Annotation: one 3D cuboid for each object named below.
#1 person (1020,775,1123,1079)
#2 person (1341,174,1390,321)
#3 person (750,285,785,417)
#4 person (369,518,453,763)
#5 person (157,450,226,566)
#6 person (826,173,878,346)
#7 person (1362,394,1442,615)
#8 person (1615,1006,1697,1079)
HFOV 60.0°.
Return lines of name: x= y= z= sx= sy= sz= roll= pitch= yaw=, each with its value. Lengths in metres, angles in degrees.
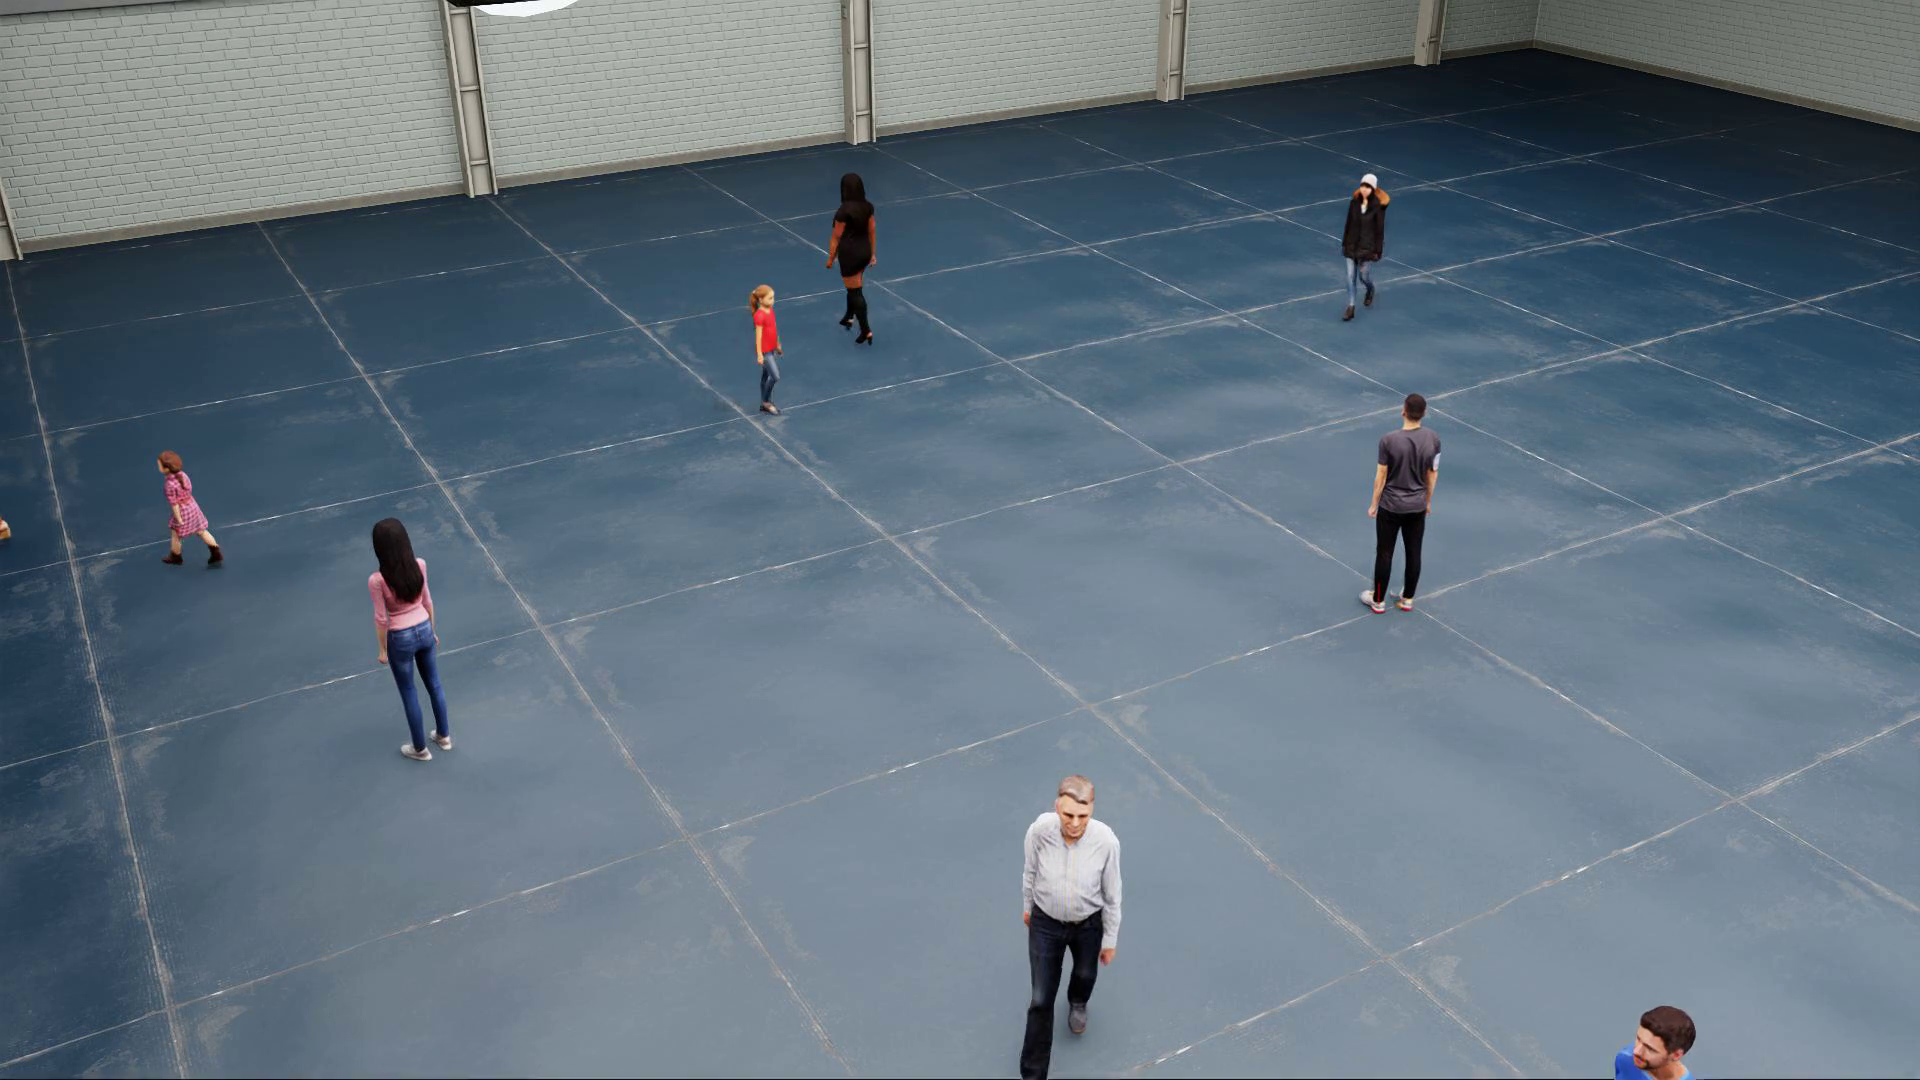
person: x=0.575 y=1.877 z=8.393 sx=1.199 sy=1.758 sz=1.221 roll=6 pitch=28 yaw=11
person: x=4.502 y=-3.277 z=18.553 sx=0.816 sy=1.621 sz=0.947 roll=18 pitch=32 yaw=31
person: x=-1.934 y=-1.848 z=16.123 sx=0.658 sy=1.305 sz=0.595 roll=9 pitch=28 yaw=16
person: x=-3.581 y=0.642 z=10.808 sx=0.687 sy=1.742 sz=0.553 roll=22 pitch=34 yaw=36
person: x=-6.178 y=-0.244 z=13.325 sx=0.781 sy=1.015 sz=0.699 roll=5 pitch=28 yaw=10
person: x=-1.063 y=-2.955 z=17.702 sx=0.867 sy=1.827 sz=0.948 roll=23 pitch=35 yaw=37
person: x=3.341 y=-0.270 z=12.558 sx=0.630 sy=1.764 sz=0.771 roll=-2 pitch=27 yaw=-4
person: x=2.870 y=2.647 z=6.815 sx=1.219 sy=1.834 sz=0.668 roll=-13 pitch=30 yaw=-23
